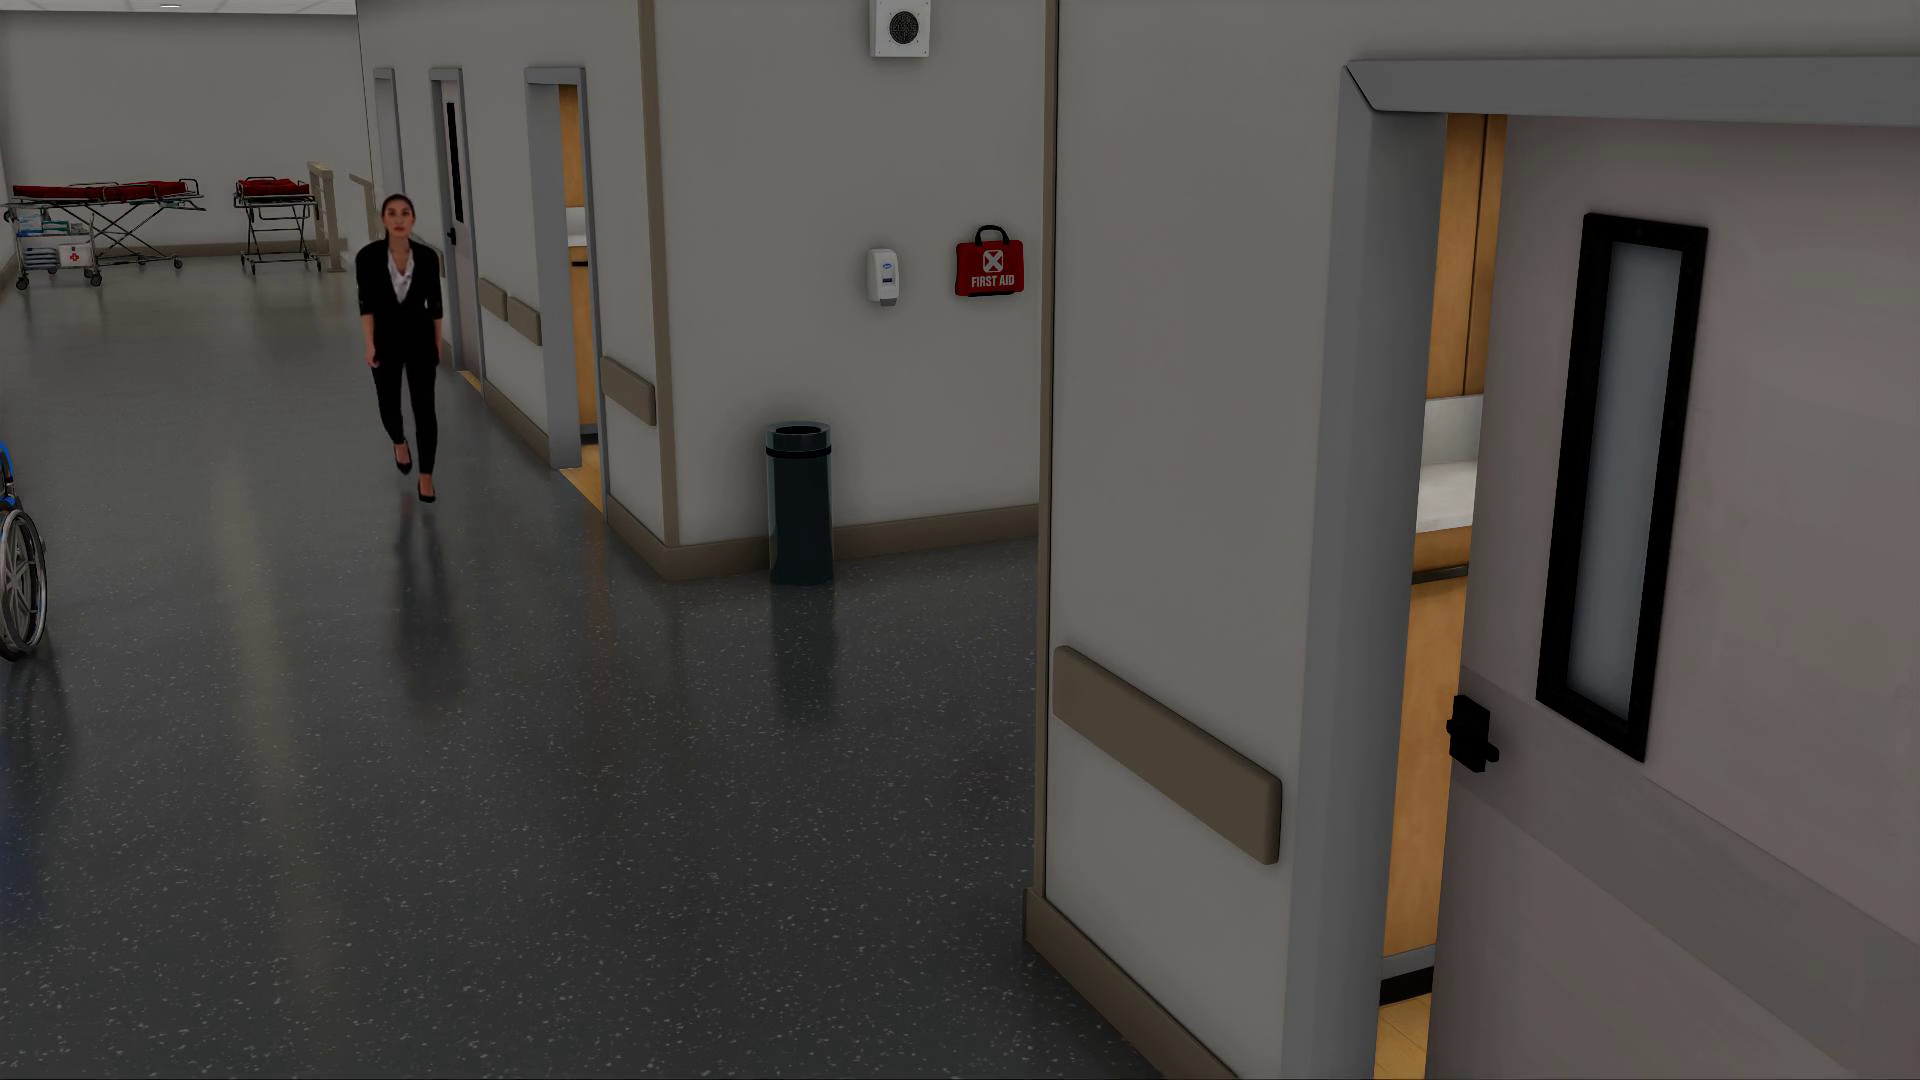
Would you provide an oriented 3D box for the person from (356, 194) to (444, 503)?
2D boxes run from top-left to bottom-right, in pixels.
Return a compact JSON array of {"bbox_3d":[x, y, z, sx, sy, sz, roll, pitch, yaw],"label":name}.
[{"bbox_3d":[-3.069,-1.044,9.126,0.636,1.626,1.082,-6,17,-19],"label":"person"}]
